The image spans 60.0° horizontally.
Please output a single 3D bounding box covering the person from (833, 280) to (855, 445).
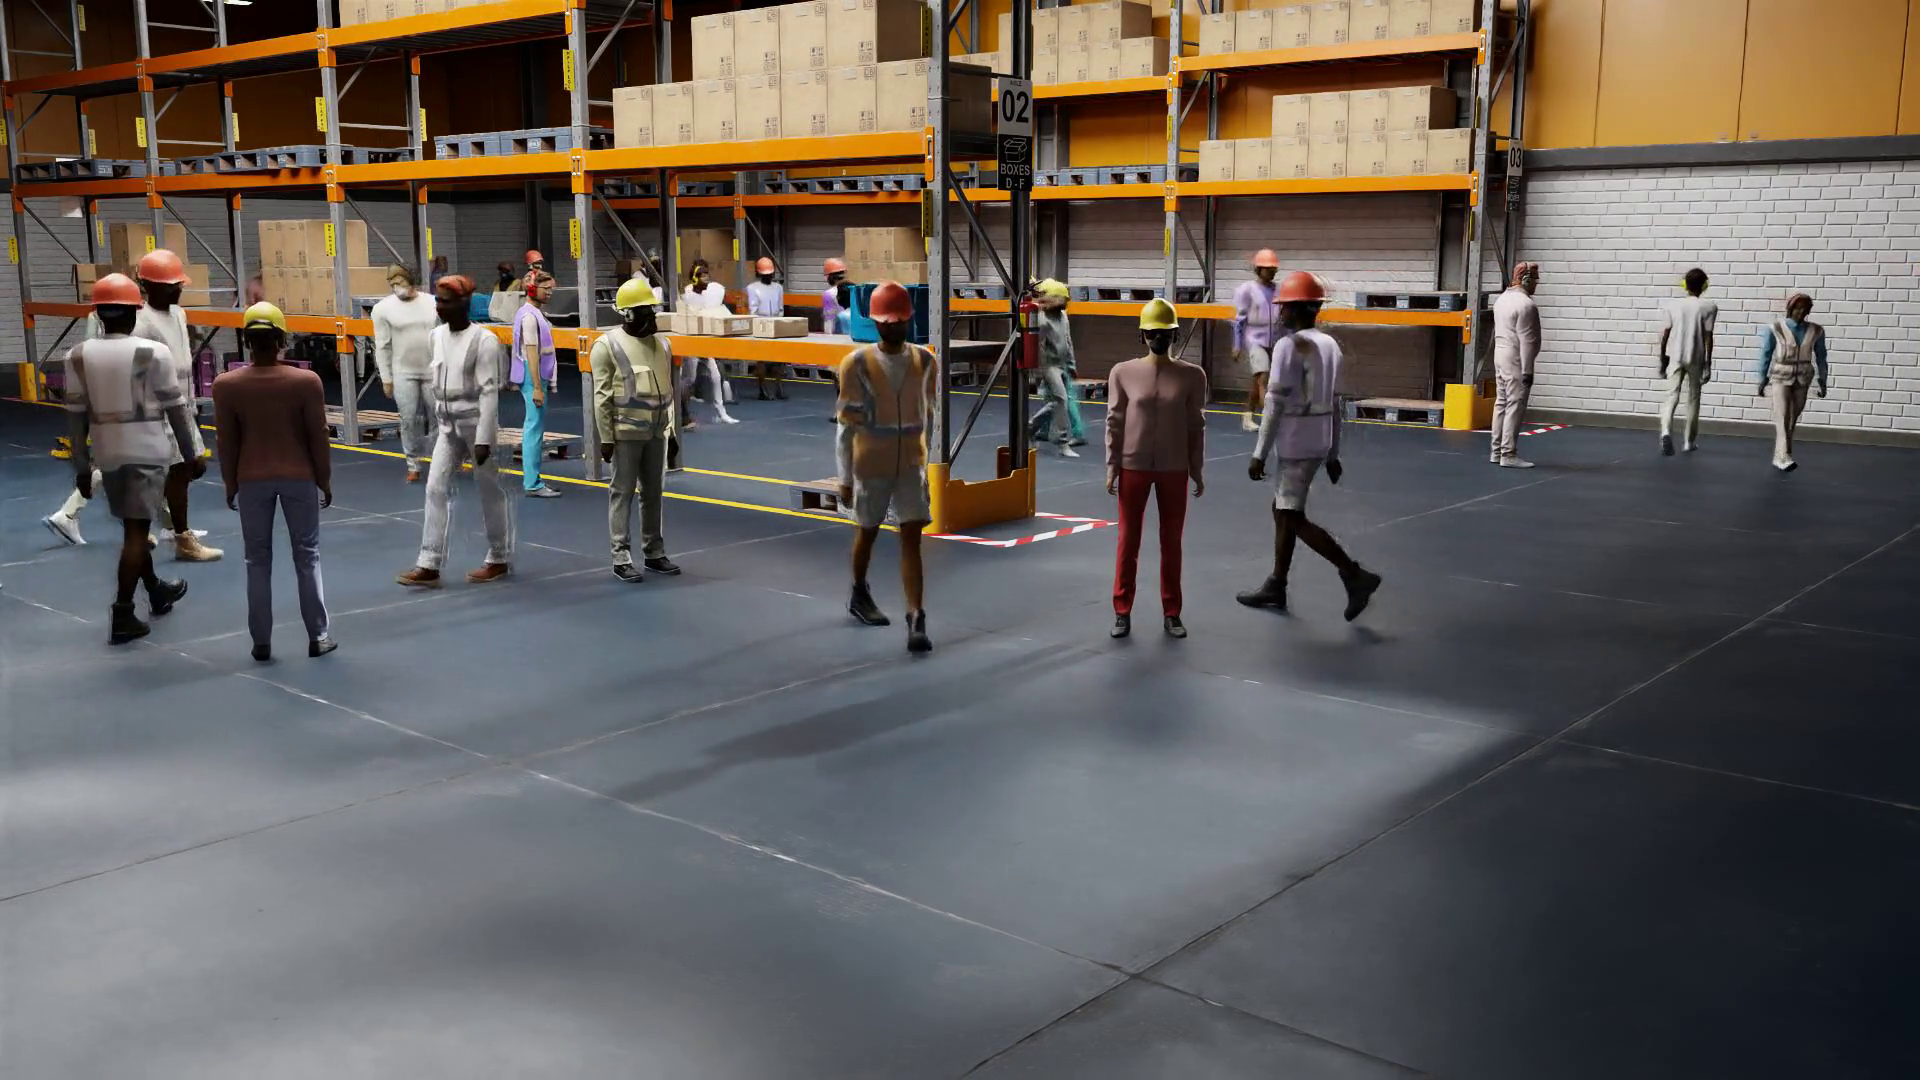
[{"bbox_3d":[-1.146,-1.831,17.200,0.331,1.697,0.564,4,11,20],"label":"person"}]

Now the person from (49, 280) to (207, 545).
[{"bbox_3d":[-5.747,-0.864,11.340,0.921,1.828,0.532,-6,12,-32],"label":"person"}]

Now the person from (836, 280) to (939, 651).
[{"bbox_3d":[-0.381,-0.395,8.553,0.553,1.869,1.071,-3,11,-18],"label":"person"}]

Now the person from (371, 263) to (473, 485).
[{"bbox_3d":[-4.622,-1.416,14.271,0.776,1.894,0.451,-7,12,-33],"label":"person"}]

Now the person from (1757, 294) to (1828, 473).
[{"bbox_3d":[7.517,-1.395,14.948,0.545,1.595,0.824,1,10,5],"label":"person"}]

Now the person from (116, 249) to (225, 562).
[{"bbox_3d":[-5.099,-0.833,10.591,0.614,2.014,0.654,0,10,0],"label":"person"}]

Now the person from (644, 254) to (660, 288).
[{"bbox_3d":[-3.919,-2.715,21.531,0.353,1.937,0.635,5,11,29],"label":"person"}]

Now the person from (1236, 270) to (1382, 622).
[{"bbox_3d":[1.925,-0.508,9.058,0.855,1.911,0.544,8,13,39],"label":"person"}]

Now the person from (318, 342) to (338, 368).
[{"bbox_3d":[-10.829,-3.846,28.211,0.582,1.856,0.729,5,11,27],"label":"person"}]

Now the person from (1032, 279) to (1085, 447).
[{"bbox_3d":[1.003,-1.832,17.161,0.753,1.712,0.568,4,11,22],"label":"person"}]

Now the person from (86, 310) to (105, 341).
[{"bbox_3d":[-9.486,-2.034,18.612,0.538,1.586,0.848,-9,14,-42],"label":"person"}]

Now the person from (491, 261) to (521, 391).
[{"bbox_3d":[-6.432,-3.047,23.700,0.634,1.842,0.428,4,11,22],"label":"person"}]

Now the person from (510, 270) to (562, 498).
[{"bbox_3d":[-3.473,-1.264,13.538,0.372,1.840,0.570,-3,10,-15],"label":"person"}]

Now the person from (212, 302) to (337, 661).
[{"bbox_3d":[-3.363,-0.284,8.192,0.522,1.765,0.317,-3,10,-15],"label":"person"}]

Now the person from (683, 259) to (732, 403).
[{"bbox_3d":[-3.288,-2.717,21.691,0.604,1.883,0.821,-6,12,-31],"label":"person"}]

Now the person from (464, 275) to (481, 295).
[{"bbox_3d":[-7.256,-3.110,24.679,0.288,1.626,0.497,8,12,37],"label":"person"}]

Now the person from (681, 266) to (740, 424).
[{"bbox_3d":[-3.037,-2.241,19.153,0.903,1.828,0.529,4,11,22],"label":"person"}]

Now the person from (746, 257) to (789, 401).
[{"bbox_3d":[-2.509,-2.765,21.925,0.579,1.893,0.637,-6,12,-31],"label":"person"}]

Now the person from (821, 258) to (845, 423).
[{"bbox_3d":[-1.316,-2.243,19.093,0.571,1.871,0.641,-9,13,-41],"label":"person"}]

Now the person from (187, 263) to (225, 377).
[{"bbox_3d":[-10.627,-3.000,23.525,0.772,1.801,0.628,-1,10,-3],"label":"person"}]

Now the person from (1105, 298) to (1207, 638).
[{"bbox_3d":[1.014,-0.365,8.639,0.524,1.770,0.315,0,10,2],"label":"person"}]

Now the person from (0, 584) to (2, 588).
[{"bbox_3d":[-5.921,-0.515,9.854,0.313,1.639,0.517,-6,12,-32],"label":"person"}]

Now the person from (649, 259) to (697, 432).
[{"bbox_3d":[-3.308,-2.136,18.340,0.962,1.912,0.634,7,12,34],"label":"person"}]

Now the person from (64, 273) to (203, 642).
[{"bbox_3d":[-4.363,-0.455,8.822,0.555,1.888,0.958,1,10,4],"label":"person"}]

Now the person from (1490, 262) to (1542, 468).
[{"bbox_3d":[5.162,-1.612,15.385,0.399,1.896,0.651,-1,10,-4],"label":"person"}]

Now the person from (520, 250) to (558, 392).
[{"bbox_3d":[-5.883,-3.030,23.170,0.401,1.989,0.623,6,12,31],"label":"person"}]

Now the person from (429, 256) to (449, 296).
[{"bbox_3d":[-9.010,-3.984,28.884,0.504,1.889,0.667,-5,11,-25],"label":"person"}]

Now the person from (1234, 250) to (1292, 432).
[{"bbox_3d":[3.344,-2.124,17.999,0.634,1.991,1.011,-5,11,-24],"label":"person"}]

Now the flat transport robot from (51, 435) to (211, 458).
[{"bbox_3d":[-7.917,-0.888,15.873,1.431,0.197,0.652,5,11,26],"label":"flat transport robot"}]

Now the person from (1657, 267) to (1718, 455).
[{"bbox_3d":[7.137,-1.760,16.390,0.523,1.841,0.867,7,12,35],"label":"person"}]

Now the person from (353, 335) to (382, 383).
[{"bbox_3d":[-8.976,-3.284,25.070,0.591,1.833,0.403,-6,12,-31],"label":"person"}]

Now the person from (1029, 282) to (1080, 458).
[{"bbox_3d":[0.896,-1.676,16.315,0.753,1.696,0.480,6,12,32],"label":"person"}]

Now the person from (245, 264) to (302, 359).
[{"bbox_3d":[-8.985,-2.754,21.888,0.689,1.883,0.680,7,12,36],"label":"person"}]

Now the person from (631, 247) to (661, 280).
[{"bbox_3d":[-4.626,-3.413,25.215,0.535,2.000,0.673,6,12,33],"label":"person"}]

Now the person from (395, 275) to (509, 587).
[{"bbox_3d":[-3.016,-0.619,9.826,0.612,1.852,0.853,6,12,31],"label":"person"}]

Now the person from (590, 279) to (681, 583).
[{"bbox_3d":[-1.959,-0.670,10.173,0.404,1.836,0.597,8,13,38],"label":"person"}]
